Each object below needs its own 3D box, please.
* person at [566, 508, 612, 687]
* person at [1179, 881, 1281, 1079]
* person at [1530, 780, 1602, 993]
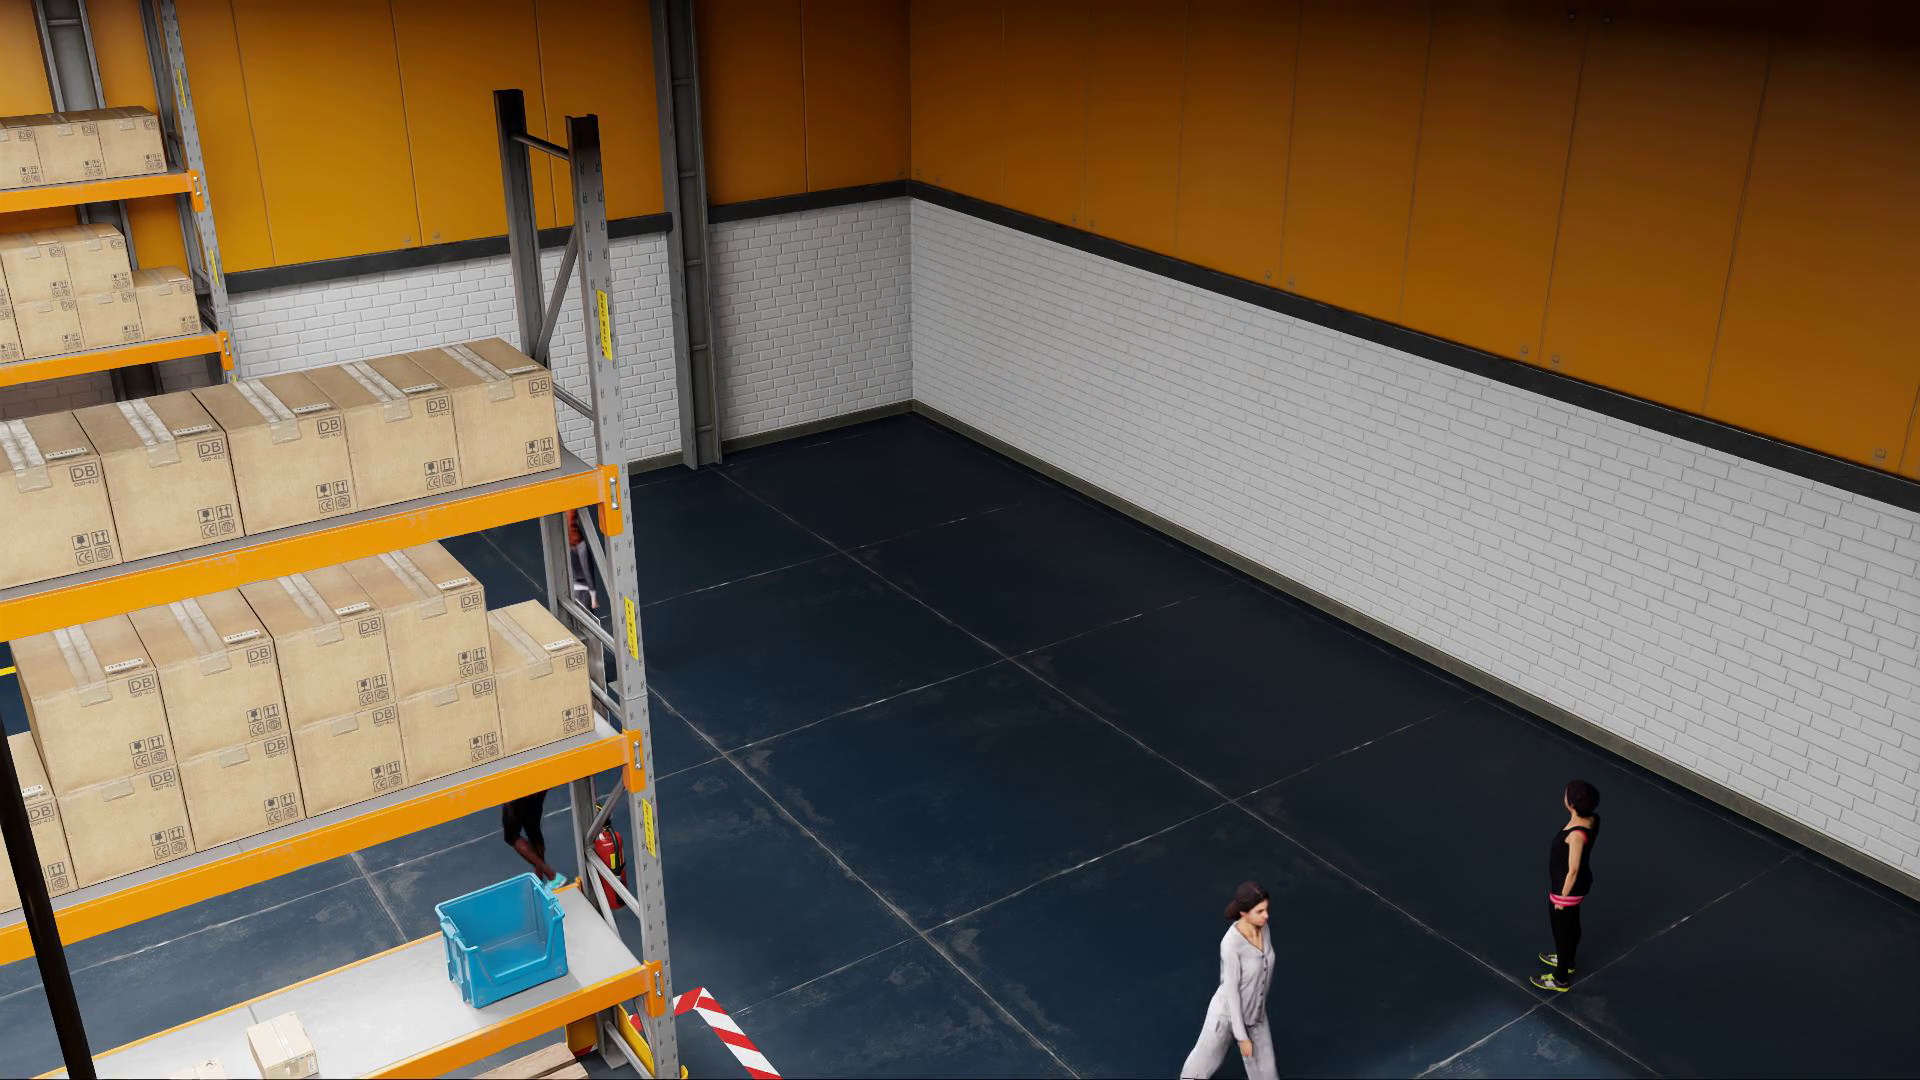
[{"bbox_3d":[-3.405,0.485,14.781,0.639,1.780,0.582,18,29,35],"label":"person"},{"bbox_3d":[1.536,2.738,9.700,1.092,1.722,0.754,-20,31,-38],"label":"person"},{"bbox_3d":[4.040,2.265,10.997,0.665,1.550,0.548,14,27,30],"label":"person"}]
